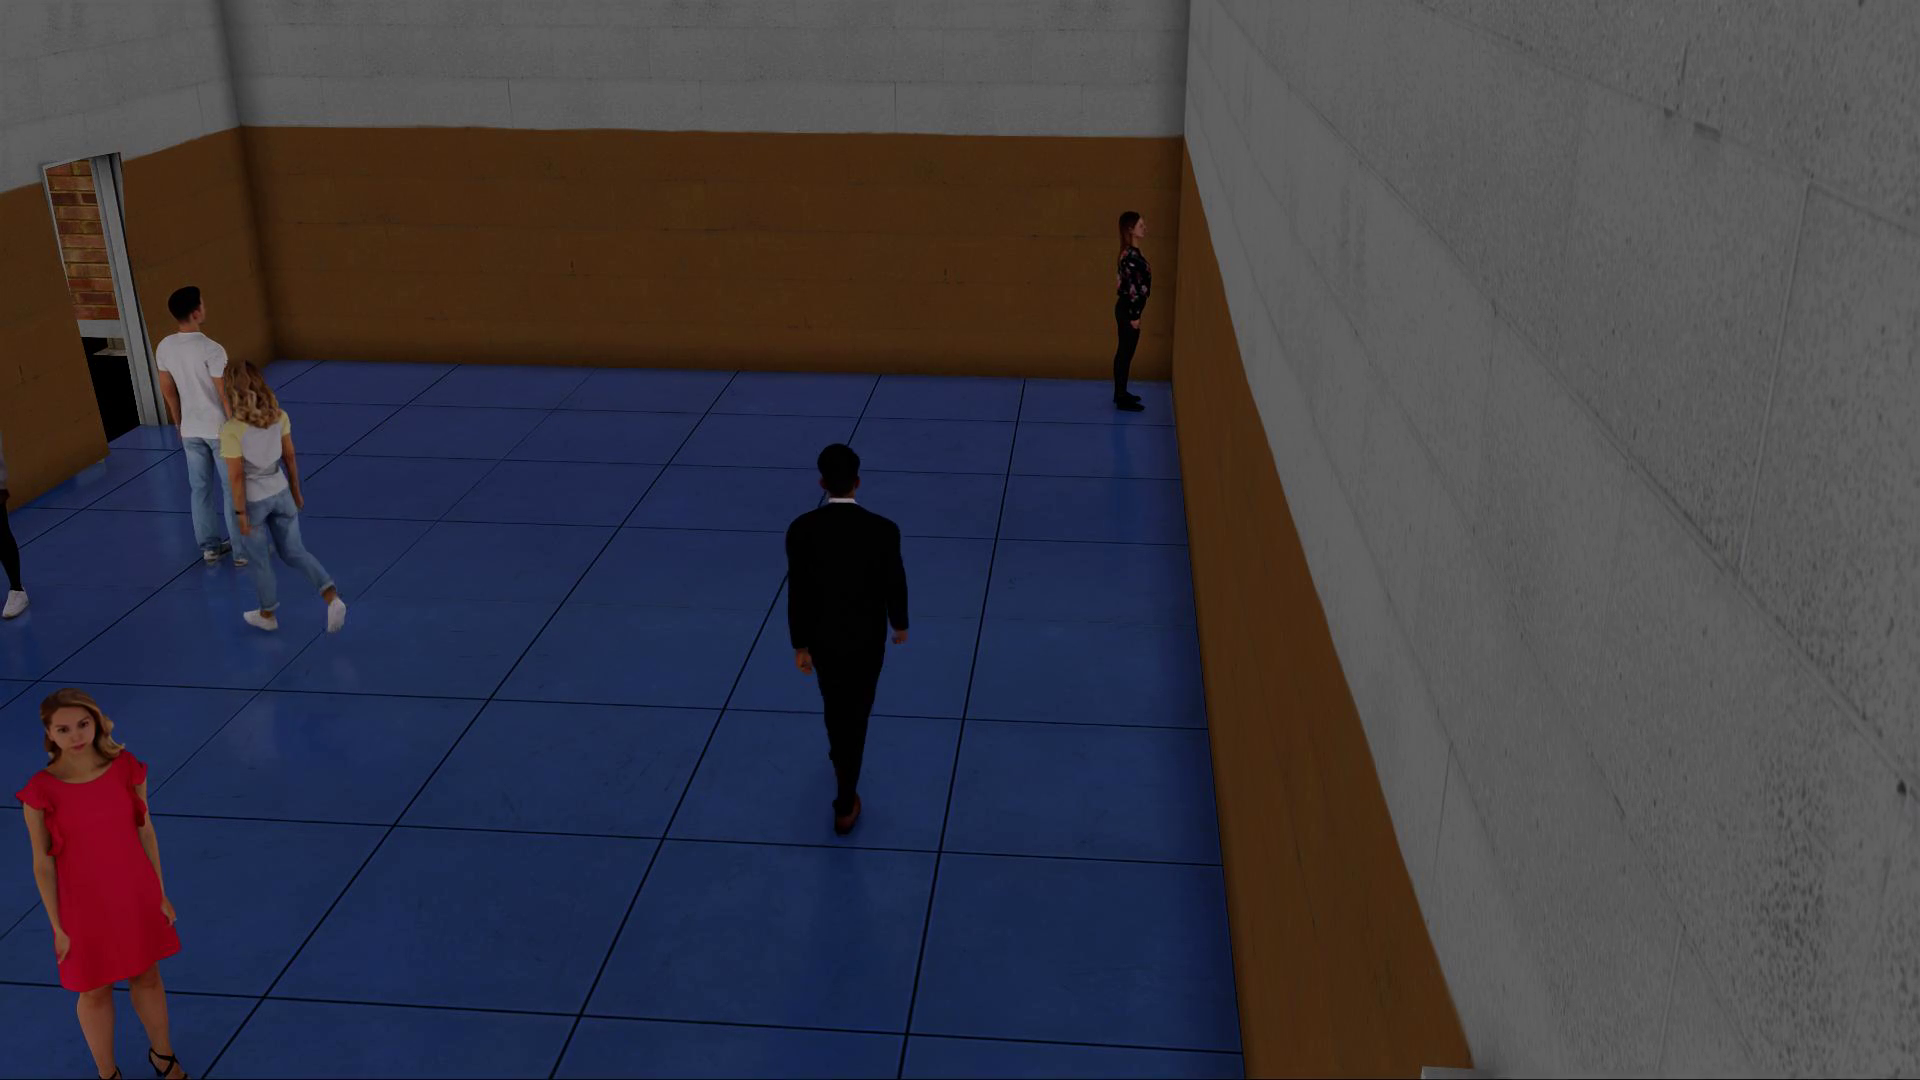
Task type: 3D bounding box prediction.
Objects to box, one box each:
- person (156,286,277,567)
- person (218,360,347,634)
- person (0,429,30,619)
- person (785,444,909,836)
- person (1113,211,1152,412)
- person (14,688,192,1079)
[{"bbox_3d":[-4.907,-0.735,10.868,0.560,1.865,0.775,6,23,15],"label":"person"},{"bbox_3d":[-3.998,-0.196,9.724,1.167,1.703,0.922,12,25,27],"label":"person"},{"bbox_3d":[-6.018,-0.385,10.121,0.489,1.772,0.699,-1,22,-2],"label":"person"},{"bbox_3d":[-0.552,0.510,7.794,0.910,1.847,0.768,3,22,7],"label":"person"},{"bbox_3d":[1.435,-1.953,14.145,0.512,1.683,0.575,1,22,2],"label":"person"},{"bbox_3d":[-3.070,1.301,5.984,0.667,1.728,0.723,-18,28,-38],"label":"person"}]
